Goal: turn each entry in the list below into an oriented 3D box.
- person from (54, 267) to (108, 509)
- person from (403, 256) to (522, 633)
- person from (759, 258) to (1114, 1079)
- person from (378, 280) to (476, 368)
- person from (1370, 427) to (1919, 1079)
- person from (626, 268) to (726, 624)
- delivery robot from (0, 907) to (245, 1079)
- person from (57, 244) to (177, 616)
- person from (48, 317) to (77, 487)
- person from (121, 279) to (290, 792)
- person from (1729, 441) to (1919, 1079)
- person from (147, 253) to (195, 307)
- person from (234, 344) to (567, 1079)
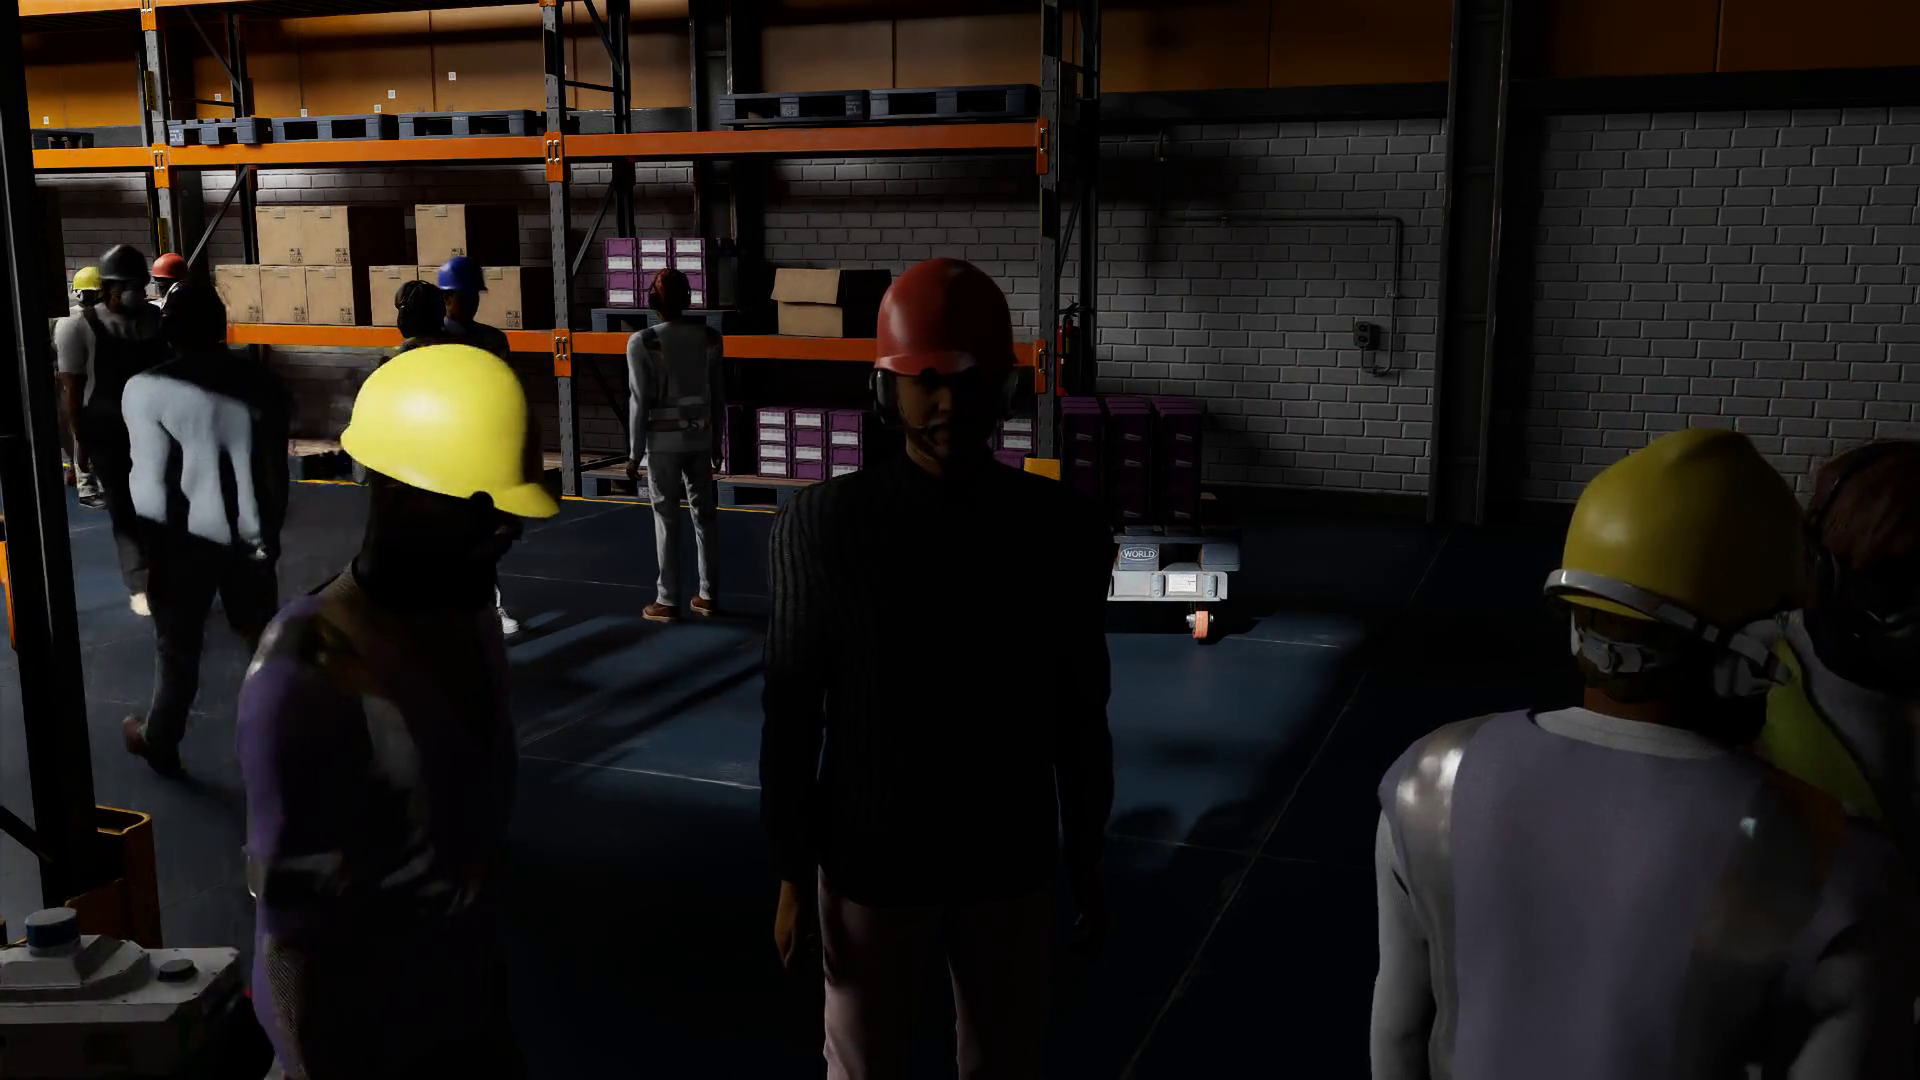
[{"bbox_3d":[-6.582,-1.159,12.698,0.403,1.831,0.597,2,10,9],"label":"person"},{"bbox_3d":[-2.523,-0.458,8.467,0.381,1.950,0.602,8,13,39],"label":"person"},{"bbox_3d":[-0.030,0.535,2.808,0.608,1.995,0.377,-2,10,-12],"label":"person"},{"bbox_3d":[-2.509,-0.295,7.858,0.429,1.844,0.623,4,11,24],"label":"person"},{"bbox_3d":[0.729,0.794,1.813,0.404,1.835,0.587,-8,13,-38],"label":"person"},{"bbox_3d":[-1.507,-0.495,8.859,0.572,1.883,0.353,-8,13,-38],"label":"person"},{"bbox_3d":[-1.981,1.054,3.666,0.707,0.478,0.477,0,10,-2],"label":"delivery robot"},{"bbox_3d":[-4.548,-0.629,9.163,0.689,2.000,0.707,-9,13,-40],"label":"person"},{"bbox_3d":[-7.341,-1.269,13.262,0.584,1.856,0.866,-1,10,-8],"label":"person"},{"bbox_3d":[-2.764,-0.004,6.115,1.025,1.880,0.657,7,13,36],"label":"person"},{"bbox_3d":[1.196,0.718,2.394,0.636,1.791,0.702,0,10,2],"label":"person"},{"bbox_3d":[-5.650,-1.094,12.041,0.552,1.937,0.356,3,11,17],"label":"person"},{"bbox_3d":[-0.800,0.664,2.370,0.584,1.886,0.635,1,10,7],"label":"person"}]
